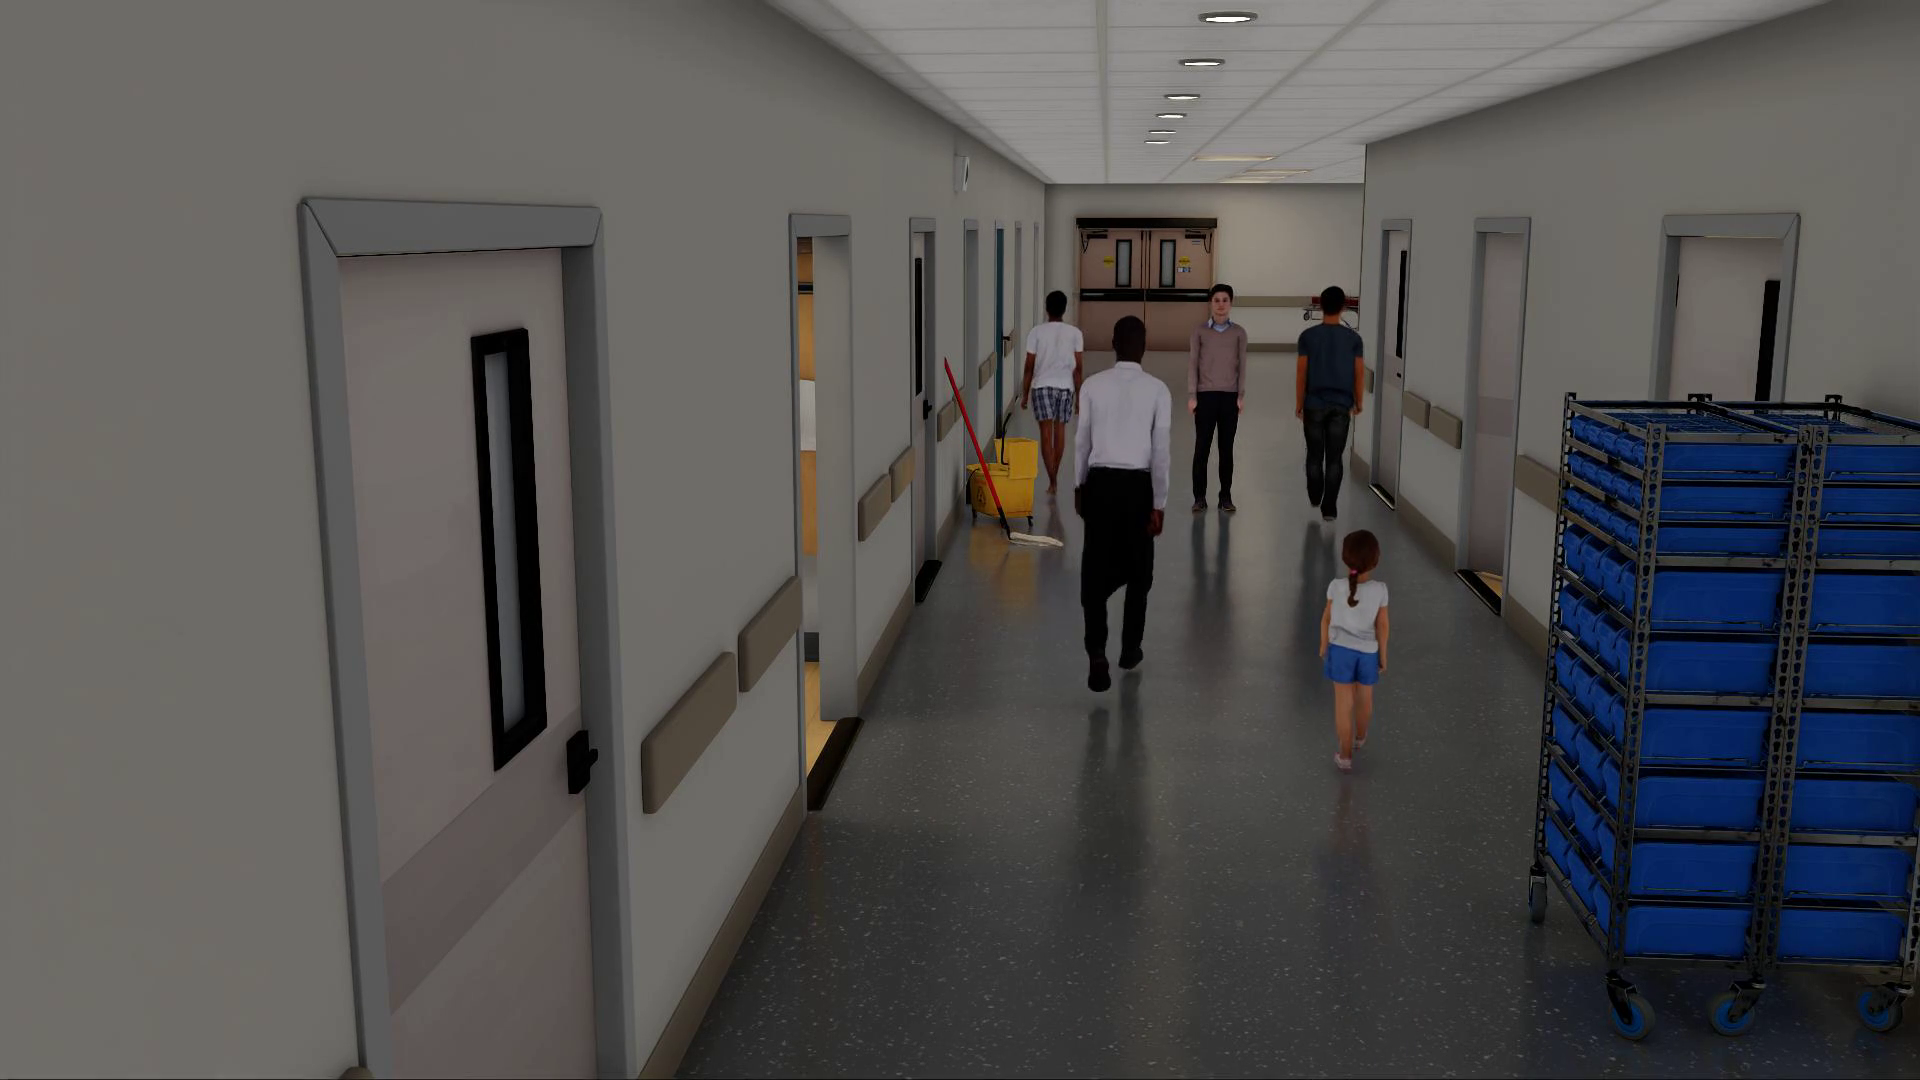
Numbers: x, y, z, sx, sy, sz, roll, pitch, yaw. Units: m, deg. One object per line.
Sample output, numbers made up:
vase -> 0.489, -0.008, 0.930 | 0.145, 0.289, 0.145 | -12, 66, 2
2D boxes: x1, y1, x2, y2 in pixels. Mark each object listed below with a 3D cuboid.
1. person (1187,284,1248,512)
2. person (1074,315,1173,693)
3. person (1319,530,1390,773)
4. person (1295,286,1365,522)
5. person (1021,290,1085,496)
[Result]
person -> 2.060, -1.141, 13.312 | 0.634, 1.810, 0.562 | 0, 11, 1
person -> 0.755, -0.151, 8.126 | 0.725, 1.797, 1.217 | 2, 11, 10
person -> 1.645, 0.474, 6.962 | 0.437, 1.004, 0.645 | 1, 11, 8
person -> 2.812, -0.989, 12.650 | 0.806, 1.757, 1.216 | 3, 11, 14
person -> 0.777, -1.188, 13.885 | 0.790, 1.688, 1.169 | -1, 11, -4
